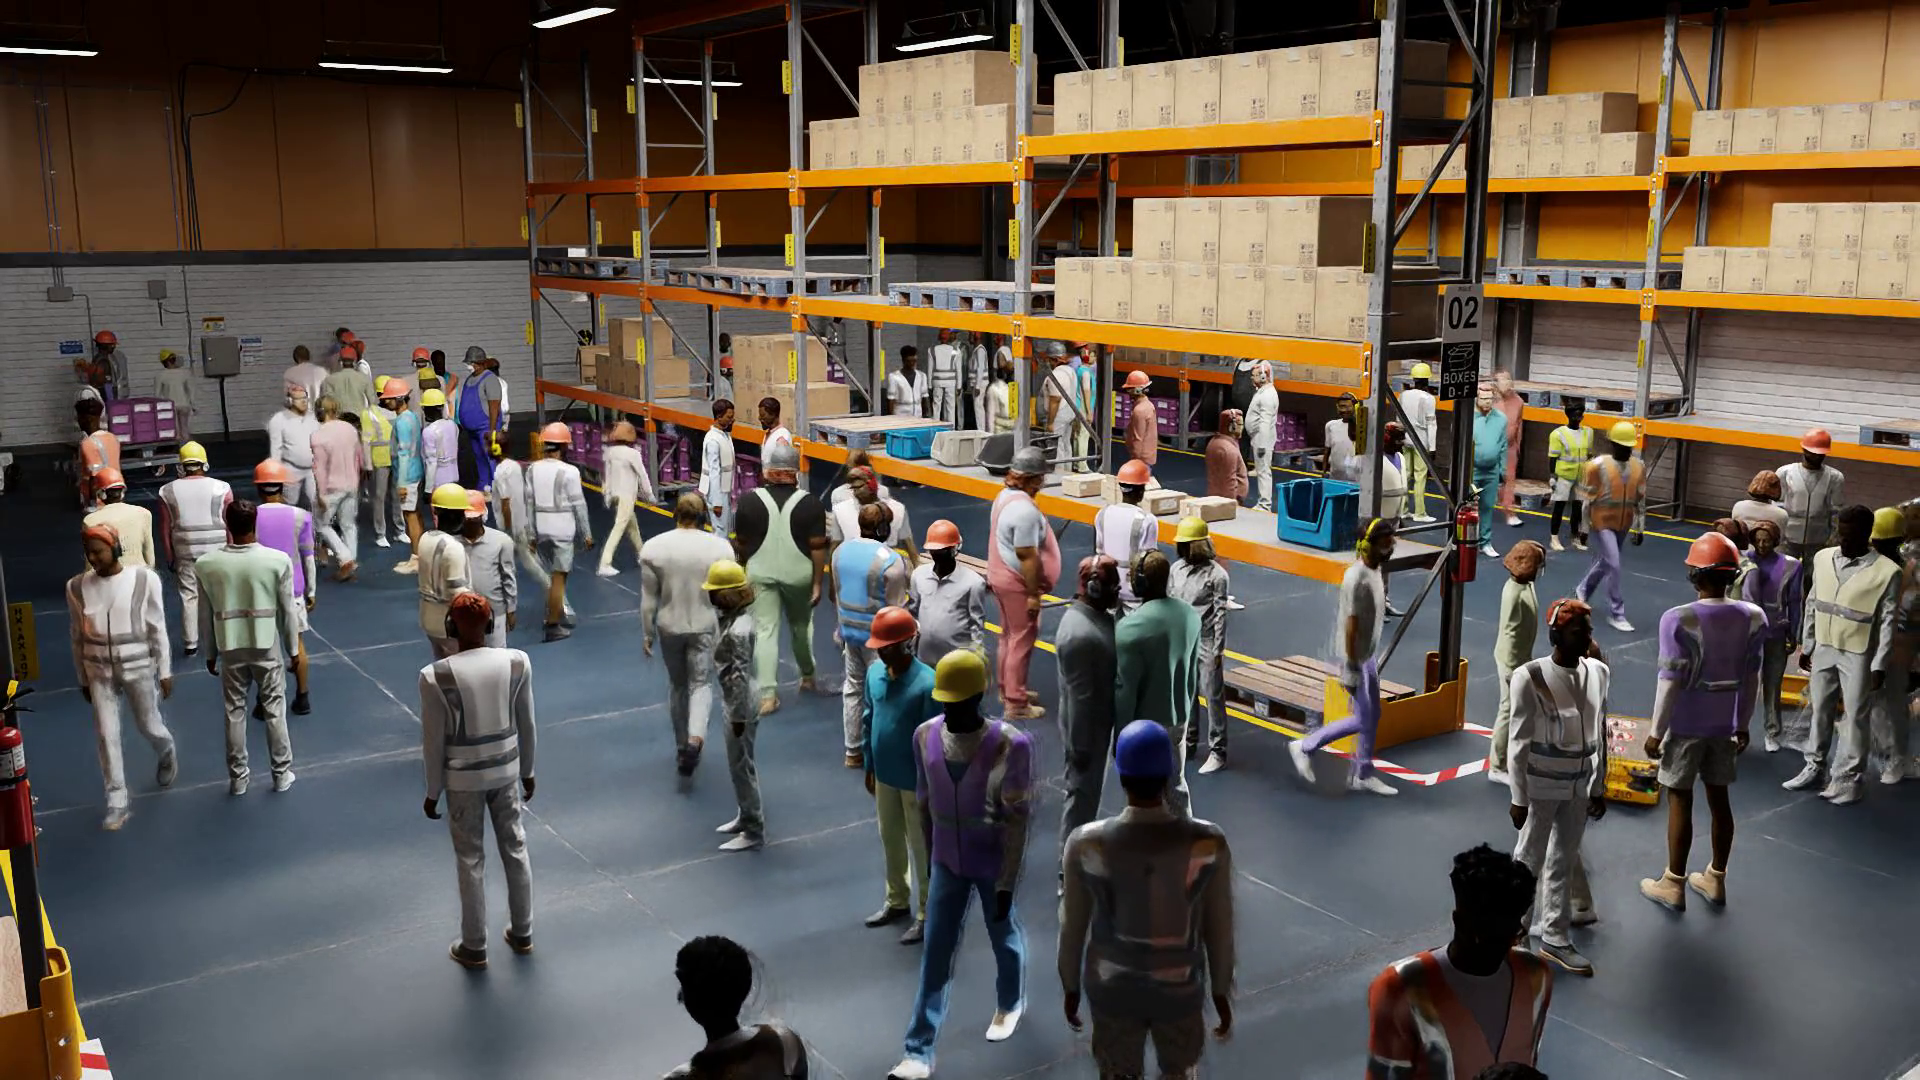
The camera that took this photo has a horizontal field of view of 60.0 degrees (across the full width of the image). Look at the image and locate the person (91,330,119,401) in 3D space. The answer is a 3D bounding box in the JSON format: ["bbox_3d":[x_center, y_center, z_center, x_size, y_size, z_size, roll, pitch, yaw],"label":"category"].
[{"bbox_3d":[-12.444,-2.042,24.322,0.406,2.035,0.610,-8,14,-35],"label":"person"}]

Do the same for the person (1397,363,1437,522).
[{"bbox_3d":[5.541,-1.177,20.158,0.356,1.930,0.587,-7,13,-32],"label":"person"}]

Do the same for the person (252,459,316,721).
[{"bbox_3d":[-5.052,0.365,12.295,0.552,1.923,0.390,-7,13,-31],"label":"person"}]

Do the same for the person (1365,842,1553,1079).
[{"bbox_3d":[1.441,1.809,4.803,0.600,1.959,0.380,-4,12,-20],"label":"person"}]

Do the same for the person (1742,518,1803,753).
[{"bbox_3d":[5.548,0.651,11.572,0.520,1.630,0.325,5,12,25],"label":"person"}]

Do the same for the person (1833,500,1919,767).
[{"bbox_3d":[6.459,0.631,11.292,0.506,1.794,0.980,-6,13,-29],"label":"person"}]

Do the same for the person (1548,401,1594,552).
[{"bbox_3d":[6.730,-0.702,18.357,0.539,1.687,0.320,-3,11,-13],"label":"person"}]

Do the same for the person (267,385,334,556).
[{"bbox_3d":[-7.298,-0.780,18.352,0.659,1.870,0.995,-10,15,-41],"label":"person"}]

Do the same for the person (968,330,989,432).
[{"bbox_3d":[0.290,-2.543,27.294,0.359,1.879,0.586,-1,11,-5],"label":"person"}]

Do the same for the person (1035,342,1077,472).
[{"bbox_3d":[1.269,-1.637,22.230,0.536,2.000,0.688,5,12,24],"label":"person"}]

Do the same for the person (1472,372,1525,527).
[{"bbox_3d":[6.449,-1.073,19.896,0.670,1.845,0.926,-2,11,-10],"label":"person"}]

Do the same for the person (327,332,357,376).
[{"bbox_3d":[-9.255,-2.172,25.213,0.597,1.949,0.835,6,13,28],"label":"person"}]

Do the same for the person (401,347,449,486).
[{"bbox_3d":[-7.027,-1.533,21.851,0.618,1.986,0.408,-3,12,-16],"label":"person"}]

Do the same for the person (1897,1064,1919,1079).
[{"bbox_3d":[4.020,1.546,6.330,0.866,1.906,0.650,9,15,40],"label":"person"}]

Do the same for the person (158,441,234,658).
[{"bbox_3d":[-6.385,0.082,14.002,0.588,1.824,0.404,-4,12,-18],"label":"person"}]

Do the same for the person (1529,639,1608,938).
[{"bbox_3d":[3.110,1.263,8.481,0.343,1.633,0.531,3,12,17],"label":"person"}]

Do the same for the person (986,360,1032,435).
[{"bbox_3d":[0.648,-1.435,21.807,0.626,1.863,0.506,-3,12,-17],"label":"person"}]

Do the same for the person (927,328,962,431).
[{"bbox_3d":[-0.253,-2.533,27.227,0.571,1.882,0.338,1,11,4],"label":"person"}]

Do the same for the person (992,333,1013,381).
[{"bbox_3d":[0.728,-2.566,27.530,0.397,1.836,0.565,1,11,7],"label":"person"}]

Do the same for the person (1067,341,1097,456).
[{"bbox_3d":[1.900,-2.174,25.316,0.589,1.912,0.462,2,11,12],"label":"person"}]

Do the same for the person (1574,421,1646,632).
[{"bbox_3d":[5.922,-0.173,15.182,0.591,1.883,0.955,-3,11,-15],"label":"person"}]

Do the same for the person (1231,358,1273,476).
[{"bbox_3d":[4.110,-1.934,23.748,0.535,2.000,0.683,-8,13,-34],"label":"person"}]

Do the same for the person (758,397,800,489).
[{"bbox_3d":[-1.819,-0.479,16.654,0.402,1.909,0.599,-3,12,-17],"label":"person"}]

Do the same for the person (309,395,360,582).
[{"bbox_3d":[-6.272,-0.501,16.727,0.438,1.926,0.639,5,12,23],"label":"person"}]

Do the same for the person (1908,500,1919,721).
[{"bbox_3d":[7.239,0.326,12.173,0.605,2.045,0.378,3,12,17],"label":"person"}]

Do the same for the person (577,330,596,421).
[{"bbox_3d":[-6.037,-2.493,27.094,0.327,1.861,0.498,-3,12,-17],"label":"person"}]

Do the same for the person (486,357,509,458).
[{"bbox_3d":[-6.591,-1.710,23.398,0.486,1.737,0.323,1,11,6],"label":"person"}]

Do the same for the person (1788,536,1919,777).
[{"bbox_3d":[6.076,0.701,11.165,0.922,1.680,0.487,10,15,43],"label":"person"}]

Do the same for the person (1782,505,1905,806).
[{"bbox_3d":[5.613,0.712,10.535,0.392,1.914,0.588,-6,13,-29],"label":"person"}]

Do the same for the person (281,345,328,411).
[{"bbox_3d":[-9.254,-1.816,23.592,0.641,1.879,1.094,-11,15,-44],"label":"person"}]

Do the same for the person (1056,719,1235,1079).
[{"bbox_3d":[0.661,1.590,5.983,0.638,1.933,0.438,1,11,3],"label":"person"}]

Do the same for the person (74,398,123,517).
[{"bbox_3d":[-8.301,-0.397,16.074,0.361,1.963,0.613,-1,11,-6],"label":"person"}]

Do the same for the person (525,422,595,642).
[{"bbox_3d":[-3.477,-0.078,14.599,0.551,1.911,0.667,7,13,31],"label":"person"}]

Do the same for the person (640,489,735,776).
[{"bbox_3d":[-1.804,0.622,11.038,0.644,1.912,0.809,0,11,-1],"label":"person"}]

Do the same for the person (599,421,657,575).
[{"bbox_3d":[-3.475,-0.449,17.323,0.508,1.583,0.877,10,15,42],"label":"person"}]

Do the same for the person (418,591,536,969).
[{"bbox_3d":[-2.370,1.179,8.225,0.576,1.881,0.352,-9,14,-37],"label":"person"}]

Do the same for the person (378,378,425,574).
[{"bbox_3d":[-5.767,-0.661,17.256,0.407,2.036,0.607,-2,11,-10],"label":"person"}]

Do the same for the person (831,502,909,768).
[{"bbox_3d":[-0.569,0.654,11.043,0.630,1.836,0.429,10,15,42],"label":"person"}]

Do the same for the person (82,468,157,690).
[{"bbox_3d":[-6.608,0.298,13.065,0.341,1.747,0.575,6,13,30],"label":"person"}]

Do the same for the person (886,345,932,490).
[{"bbox_3d":[-0.693,-1.667,22.596,0.622,1.961,0.423,-7,13,-31],"label":"person"}]

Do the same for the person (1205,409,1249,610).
[{"bbox_3d":[2.523,-0.294,15.728,0.399,1.900,0.644,-1,11,-3],"label":"person"}]

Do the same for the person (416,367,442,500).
[{"bbox_3d":[-6.903,-1.390,21.758,0.321,1.738,0.486,3,11,14],"label":"person"}]

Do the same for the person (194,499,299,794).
[{"bbox_3d":[-4.542,0.692,10.652,0.589,1.912,0.389,-3,11,-13],"label":"person"}]

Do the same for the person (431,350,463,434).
[{"bbox_3d":[-6.975,-1.590,22.306,0.373,1.917,0.595,10,15,42],"label":"person"}]
